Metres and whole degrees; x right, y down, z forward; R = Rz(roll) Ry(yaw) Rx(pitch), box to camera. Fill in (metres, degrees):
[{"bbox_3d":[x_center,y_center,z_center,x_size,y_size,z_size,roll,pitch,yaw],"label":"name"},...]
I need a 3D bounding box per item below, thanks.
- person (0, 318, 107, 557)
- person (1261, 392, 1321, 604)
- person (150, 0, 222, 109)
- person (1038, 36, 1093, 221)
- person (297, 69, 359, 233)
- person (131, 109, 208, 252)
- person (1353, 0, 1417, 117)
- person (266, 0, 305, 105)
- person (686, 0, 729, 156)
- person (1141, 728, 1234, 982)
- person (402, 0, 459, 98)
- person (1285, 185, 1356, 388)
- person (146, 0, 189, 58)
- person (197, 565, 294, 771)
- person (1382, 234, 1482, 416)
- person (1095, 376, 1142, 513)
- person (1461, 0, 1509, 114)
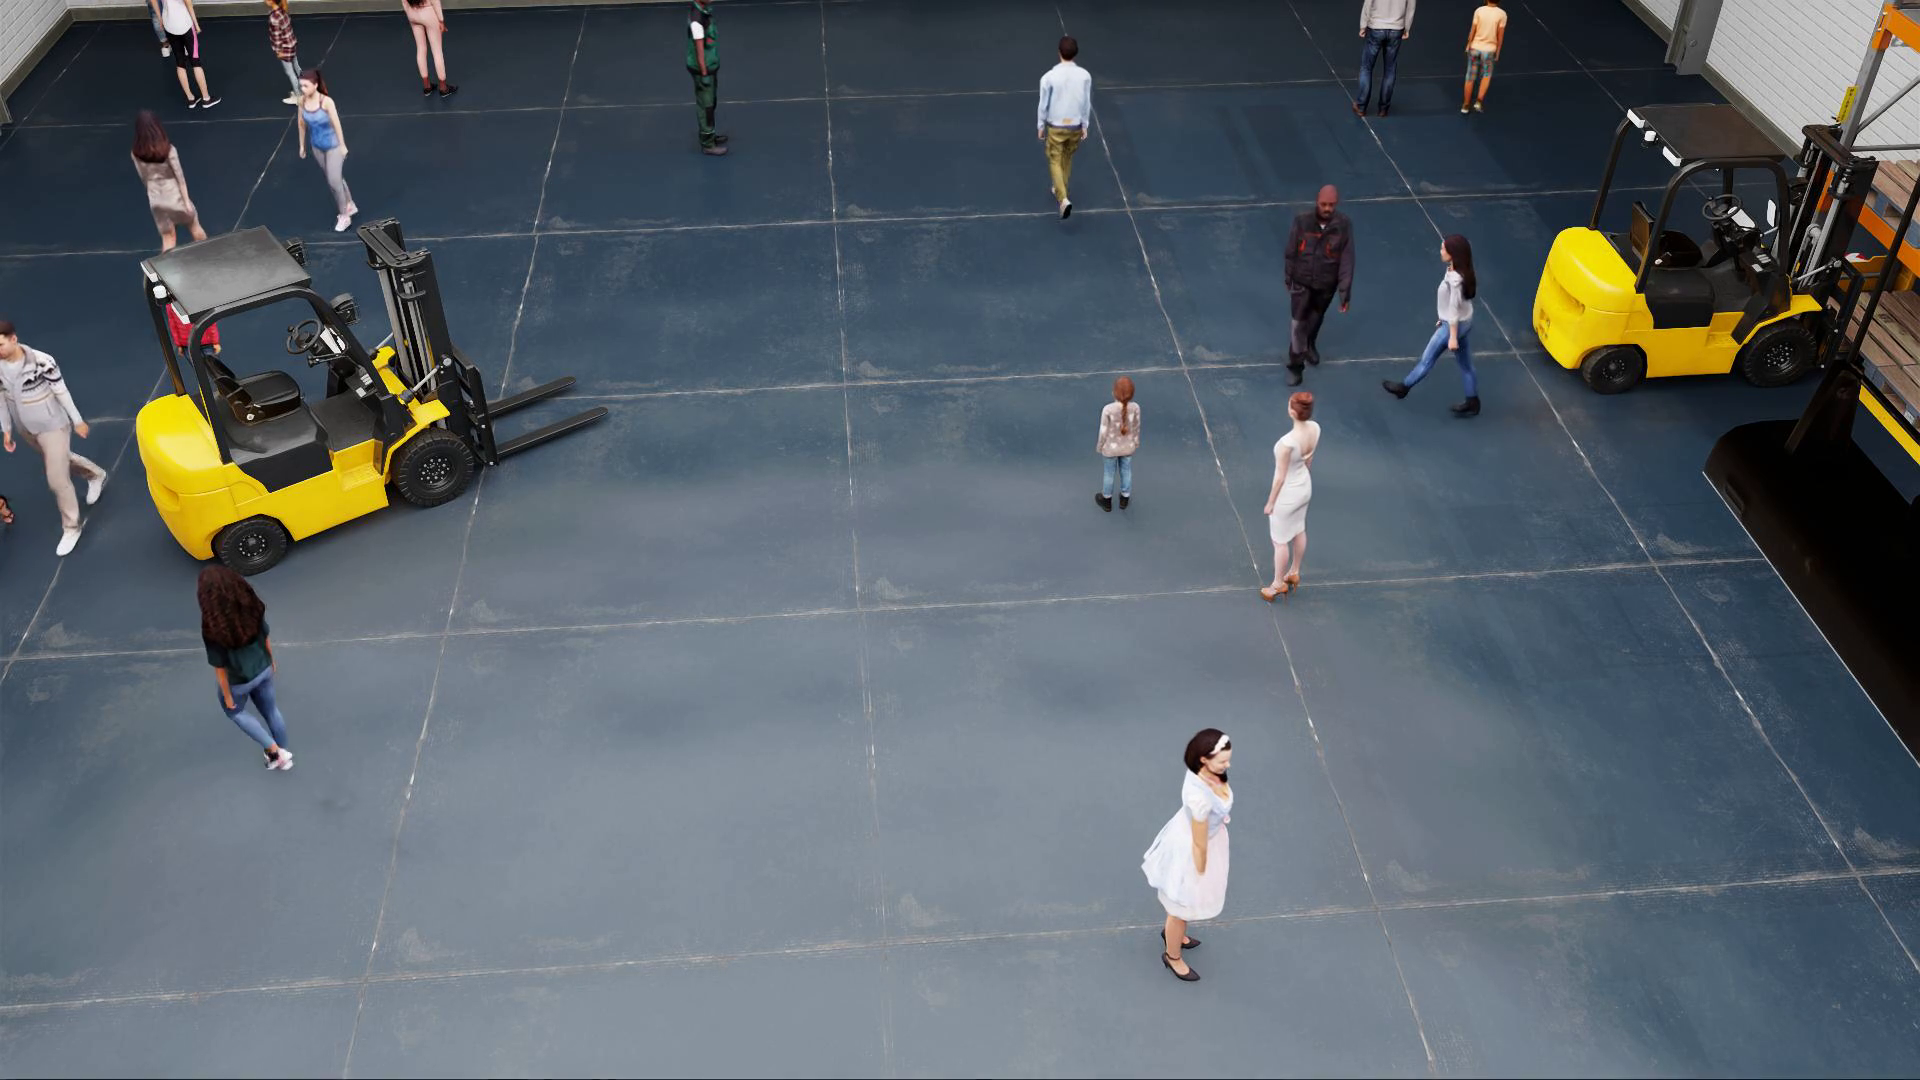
[{"bbox_3d":[-6.821,-0.917,12.444,0.896,1.826,1.232,7,39,8],"label":"person"},{"bbox_3d":[2.330,-0.303,11.700,0.647,1.794,0.676,-29,47,-32],"label":"person"},{"bbox_3d":[-8.666,-5.680,18.440,0.654,1.786,0.591,4,39,5],"label":"person"},{"bbox_3d":[1.038,-4.031,16.372,0.769,1.790,1.112,-8,39,-9],"label":"person"},{"bbox_3d":[-6.179,-3.889,16.352,0.756,1.592,0.855,15,41,18],"label":"person"},{"bbox_3d":[-7.225,-3.003,15.168,0.587,1.686,1.102,-2,39,-3],"label":"person"},{"bbox_3d":[4.657,-5.587,18.229,0.747,1.904,0.657,1,39,2],"label":"person"},{"bbox_3d":[-7.569,-5.563,18.678,0.623,1.306,0.509,4,39,4],"label":"person"},{"bbox_3d":[-2.696,-4.993,17.537,0.736,1.838,0.534,-2,39,-2],"label":"person"},{"bbox_3d":[1.284,1.722,9.151,0.846,1.811,0.755,8,39,10],"label":"person"},{"bbox_3d":[-6.029,-5.848,18.705,0.697,1.719,0.674,12,40,14],"label":"person"},{"bbox_3d":[3.028,-2.264,14.164,0.915,1.784,1.240,3,39,4],"label":"person"},{"bbox_3d":[-9.492,-6.616,19.592,0.687,1.811,0.576,-2,39,-3],"label":"person"},{"bbox_3d":[-4.403,0.863,10.391,0.802,1.607,0.735,21,43,24],"label":"person"},{"bbox_3d":[4.136,-1.702,13.633,1.070,1.568,1.109,17,42,20],"label":"person"},{"bbox_3d":[1.215,-0.737,12.725,0.498,1.194,0.492,-8,39,-9],"label":"person"},{"bbox_3d":[5.756,-5.373,18.325,0.653,1.448,0.716,13,40,16],"label":"person"}]
